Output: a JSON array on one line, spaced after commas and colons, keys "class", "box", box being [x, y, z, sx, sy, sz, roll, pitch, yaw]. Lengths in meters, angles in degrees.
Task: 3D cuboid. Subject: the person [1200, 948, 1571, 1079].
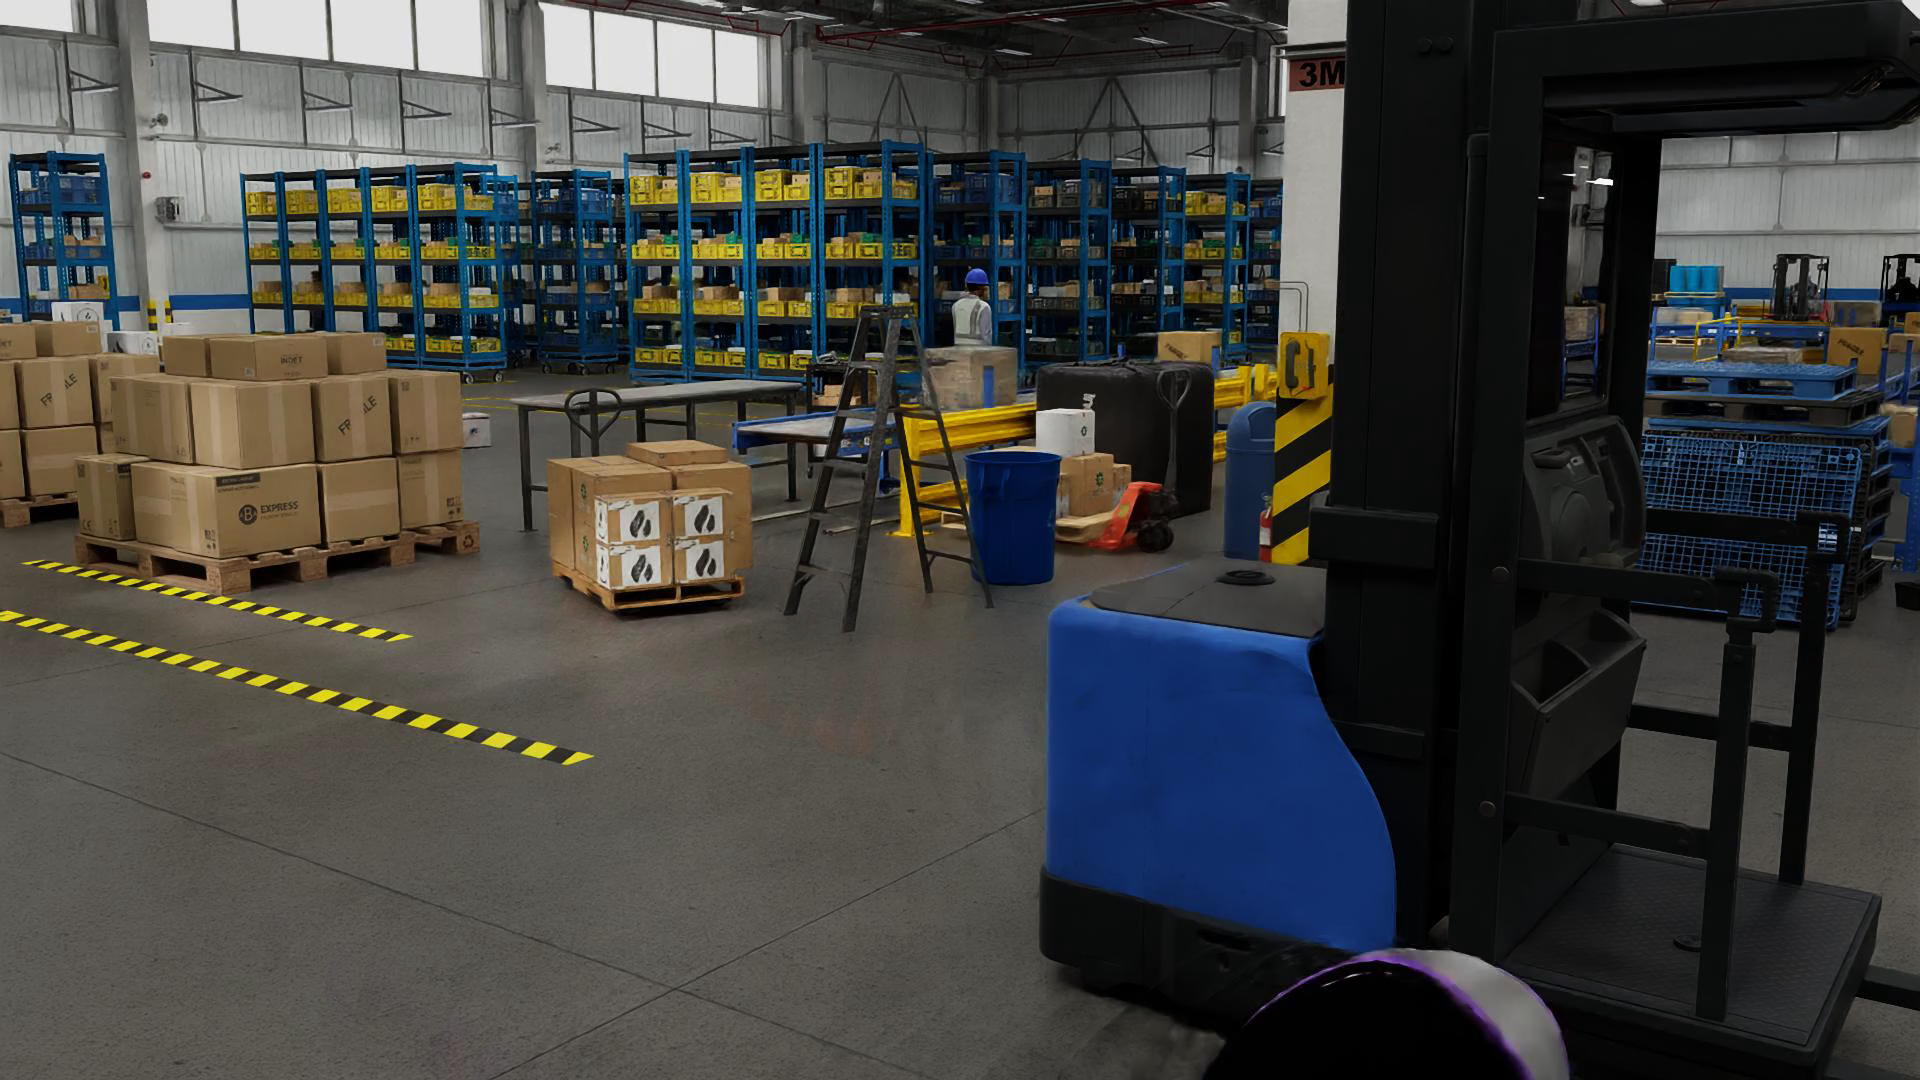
[{"class": "person", "box": [0.228, 0.901, 1.018, 0.459, 1.925, 0.573, 7, 12, 35]}]

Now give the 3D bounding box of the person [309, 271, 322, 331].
[{"class": "person", "box": [-12.106, -4.188, 31.575, 0.570, 1.837, 0.375, 4, 10, 21]}]

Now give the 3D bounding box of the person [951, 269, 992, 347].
[{"class": "person", "box": [0.151, -2.023, 18.407, 0.424, 1.938, 0.603, -8, 12, -40]}]

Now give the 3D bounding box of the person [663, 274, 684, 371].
[{"class": "person", "box": [-4.930, -3.729, 28.988, 0.668, 1.785, 0.611, -6, 11, -33]}]

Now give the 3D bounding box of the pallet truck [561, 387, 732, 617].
[{"class": "pallet truck", "box": [-1.981, -0.274, 10.088, 0.680, 1.201, 1.601, -5, 11, -28]}]

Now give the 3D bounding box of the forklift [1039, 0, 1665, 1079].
[{"class": "forklift", "box": [1.249, -0.137, 4.360, 1.873, 2.768, 1.129, 7, 12, 35]}]

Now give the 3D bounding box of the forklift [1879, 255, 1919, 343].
[{"class": "forklift", "box": [22.089, -5.634, 38.796, 1.157, 1.987, 2.680, 6, 11, 33]}]

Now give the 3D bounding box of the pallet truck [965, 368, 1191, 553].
[{"class": "pallet truck", "box": [0.845, -0.609, 11.869, 1.630, 1.274, 0.653, 7, 12, 35]}]

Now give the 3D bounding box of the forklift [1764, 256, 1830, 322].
[{"class": "forklift", "box": [20.253, -5.854, 40.139, 1.157, 1.987, 2.680, 7, 12, 35]}]
